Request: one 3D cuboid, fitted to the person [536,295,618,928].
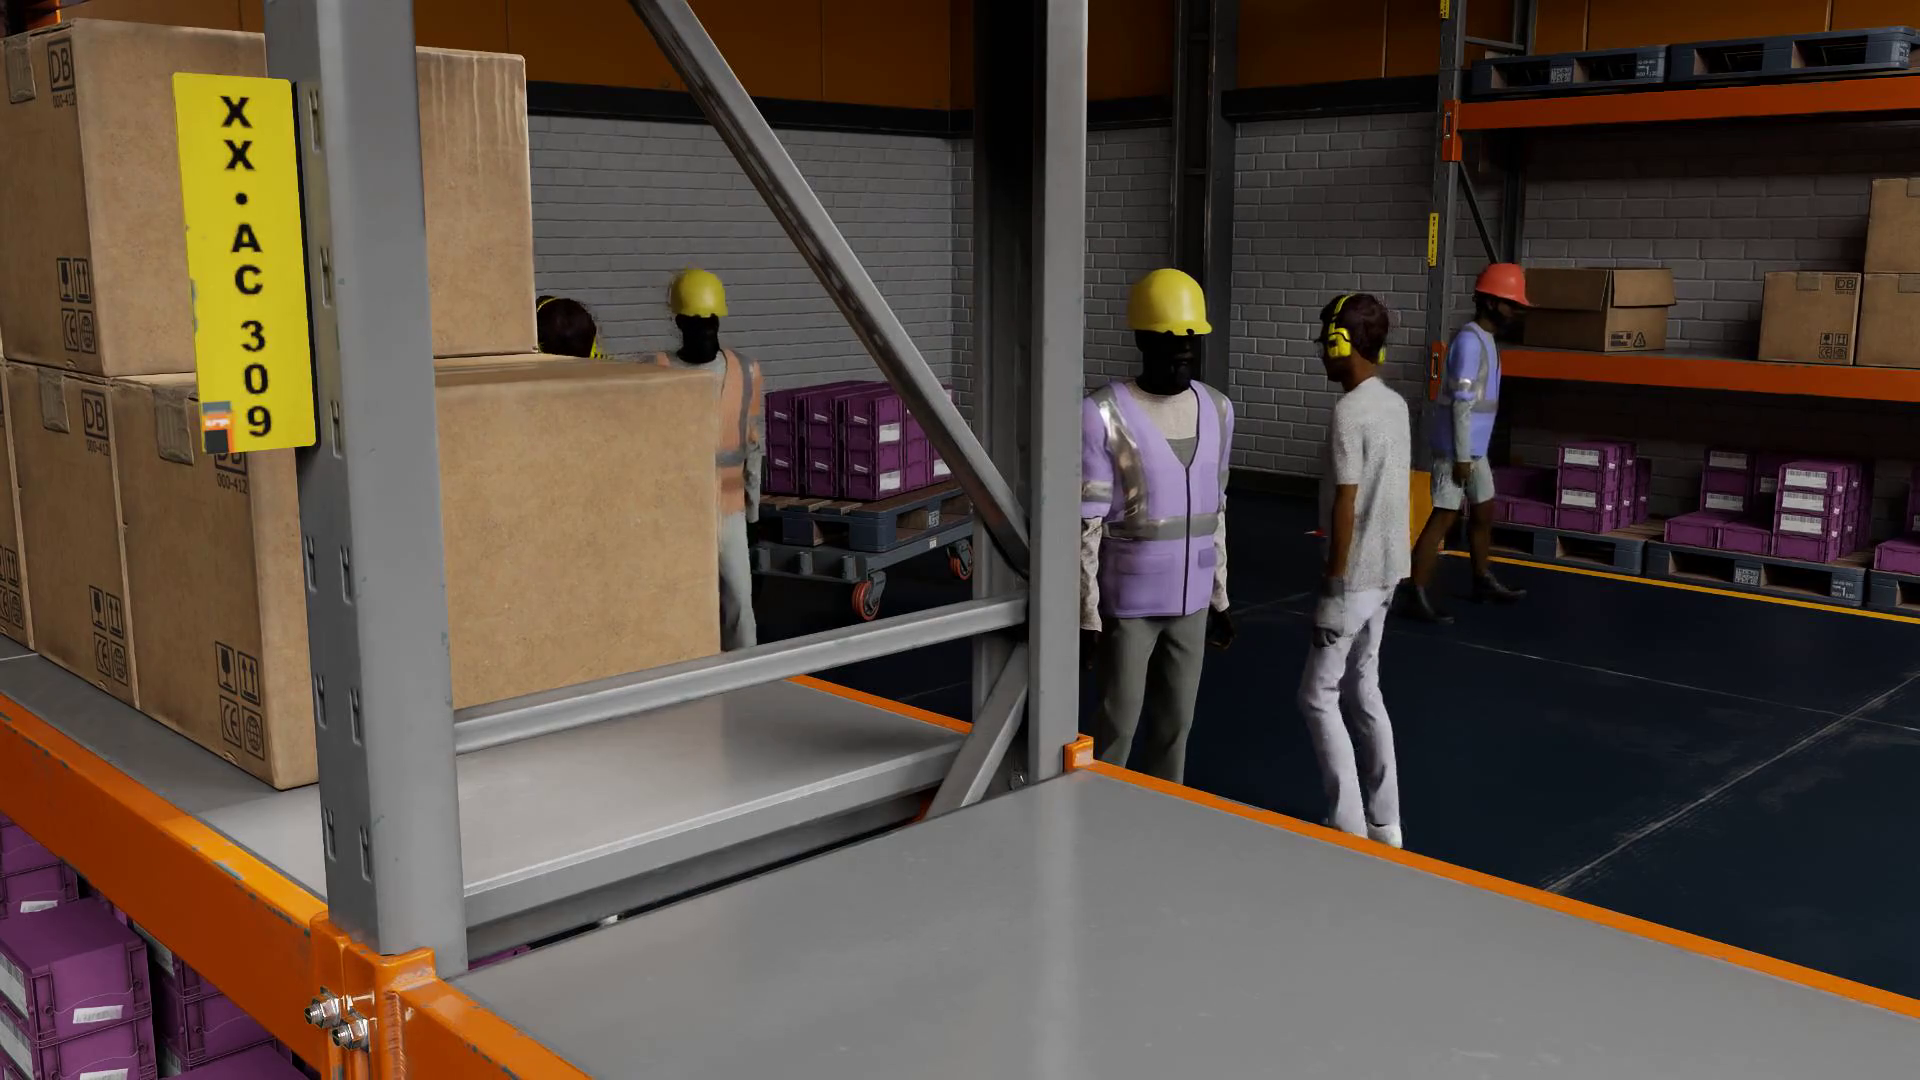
[{"bbox_3d":[-1.123,0.226,4.819,0.543,1.851,0.401,-9,14,-42],"label":"person"}]

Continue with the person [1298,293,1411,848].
[{"bbox_3d":[1.267,0.135,5.367,0.353,1.842,0.573,7,12,33],"label":"person"}]

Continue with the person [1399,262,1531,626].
[{"bbox_3d":[2.714,-0.514,8.784,0.523,1.897,0.724,6,12,29],"label":"person"}]

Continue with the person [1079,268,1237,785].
[{"bbox_3d":[0.590,0.166,4.948,0.594,1.925,0.377,-7,12,-32],"label":"person"}]

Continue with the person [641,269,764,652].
[{"bbox_3d":[-0.999,-0.113,6.580,0.608,1.876,0.967,-6,12,-28],"label":"person"}]
